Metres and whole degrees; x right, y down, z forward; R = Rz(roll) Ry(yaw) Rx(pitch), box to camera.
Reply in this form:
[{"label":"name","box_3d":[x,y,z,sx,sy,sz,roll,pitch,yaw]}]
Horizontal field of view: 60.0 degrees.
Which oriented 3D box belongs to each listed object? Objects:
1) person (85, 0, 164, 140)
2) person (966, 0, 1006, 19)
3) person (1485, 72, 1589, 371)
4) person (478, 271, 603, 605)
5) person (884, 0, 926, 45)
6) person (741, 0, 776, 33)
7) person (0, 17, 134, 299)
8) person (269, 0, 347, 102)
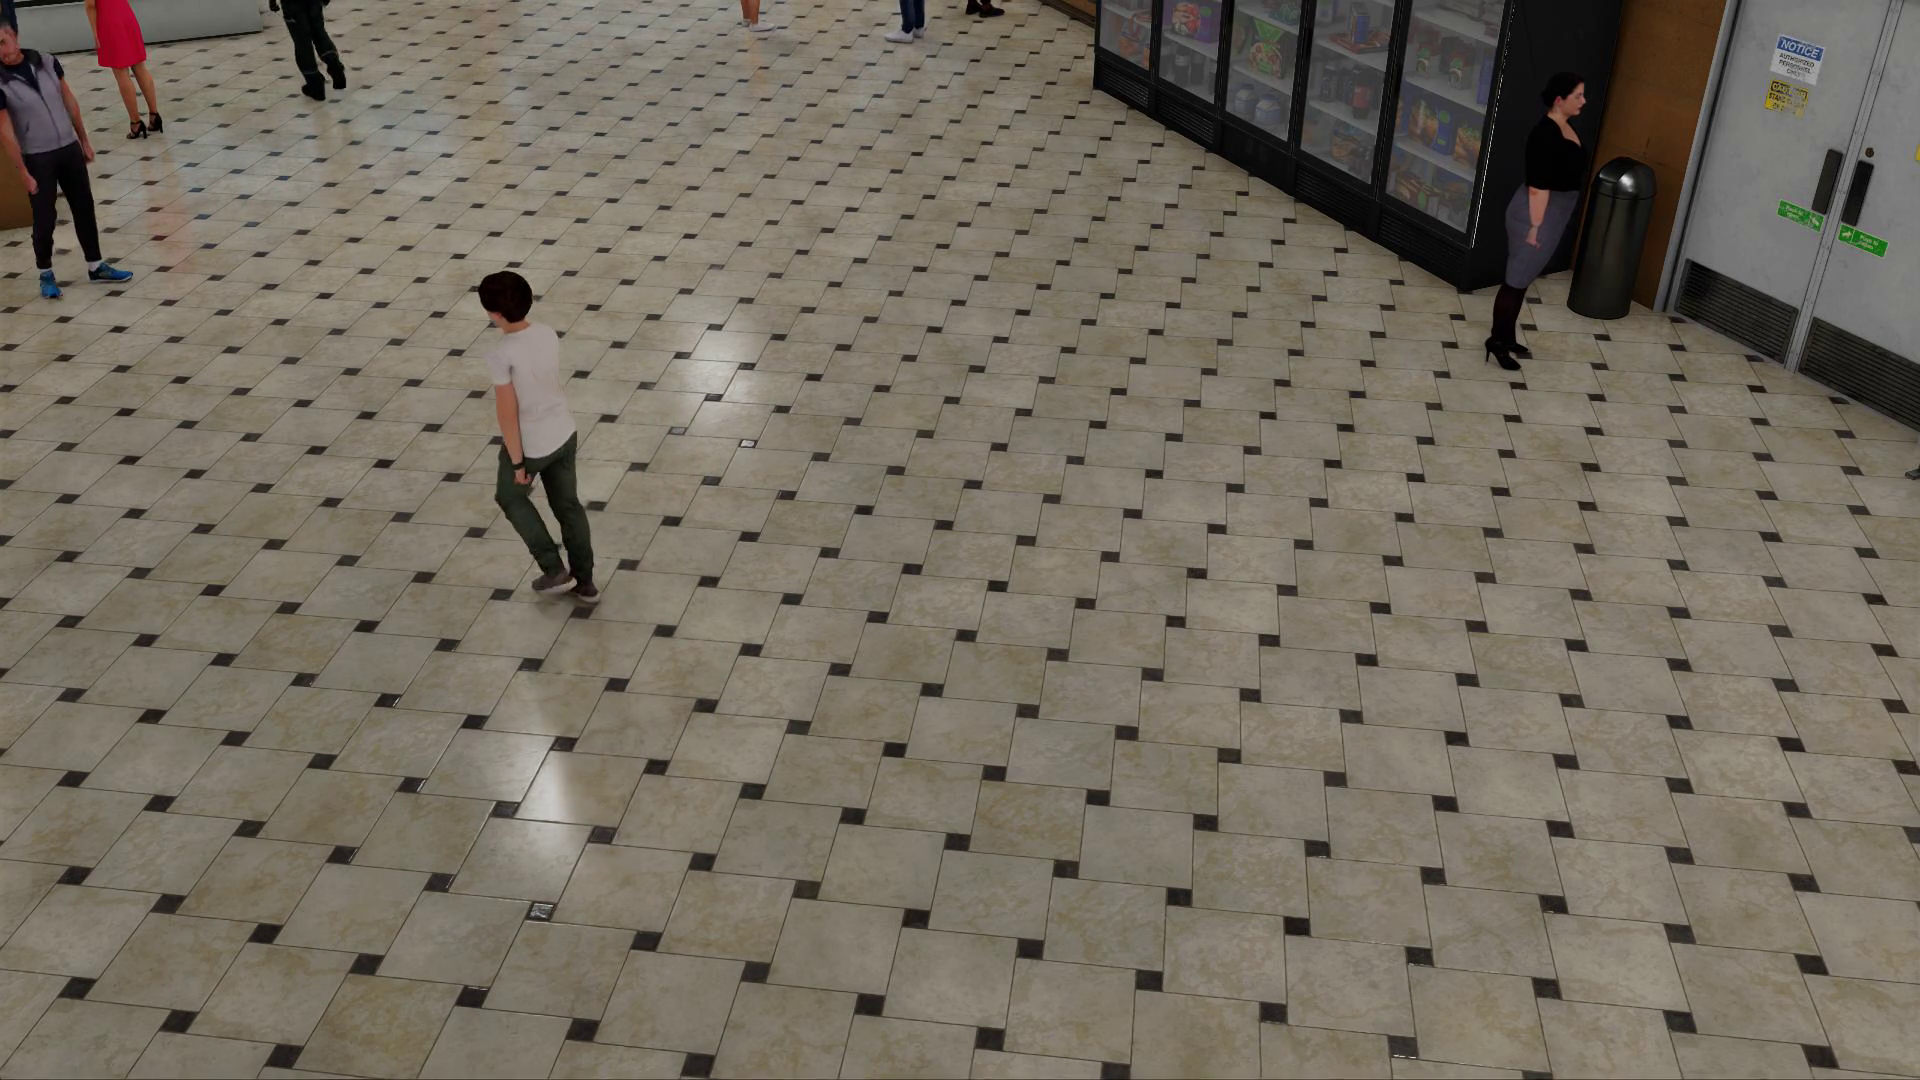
[{"label":"person","box_3d":[-6.769,-4.109,13.369,0.722,1.720,0.639,17,36,25]},{"label":"person","box_3d":[0.223,-6.182,16.607,0.662,1.819,0.728,-26,41,-36]},{"label":"person","box_3d":[3.362,-1.871,9.737,0.842,1.758,0.763,15,35,22]},{"label":"person","box_3d":[-1.829,-0.400,7.490,0.744,1.634,0.691,24,39,33]},{"label":"person","box_3d":[-0.493,-5.675,15.749,0.845,1.865,0.756,15,35,23]},{"label":"person","box_3d":[-2.049,-5.817,16.199,0.530,1.631,0.638,-15,35,-22]},{"label":"person","box_3d":[-5.819,-2.468,10.655,0.925,1.803,0.846,6,32,9]},{"label":"person","box_3d":[-5.553,-4.620,14.089,0.900,1.827,0.850,24,39,33]}]
